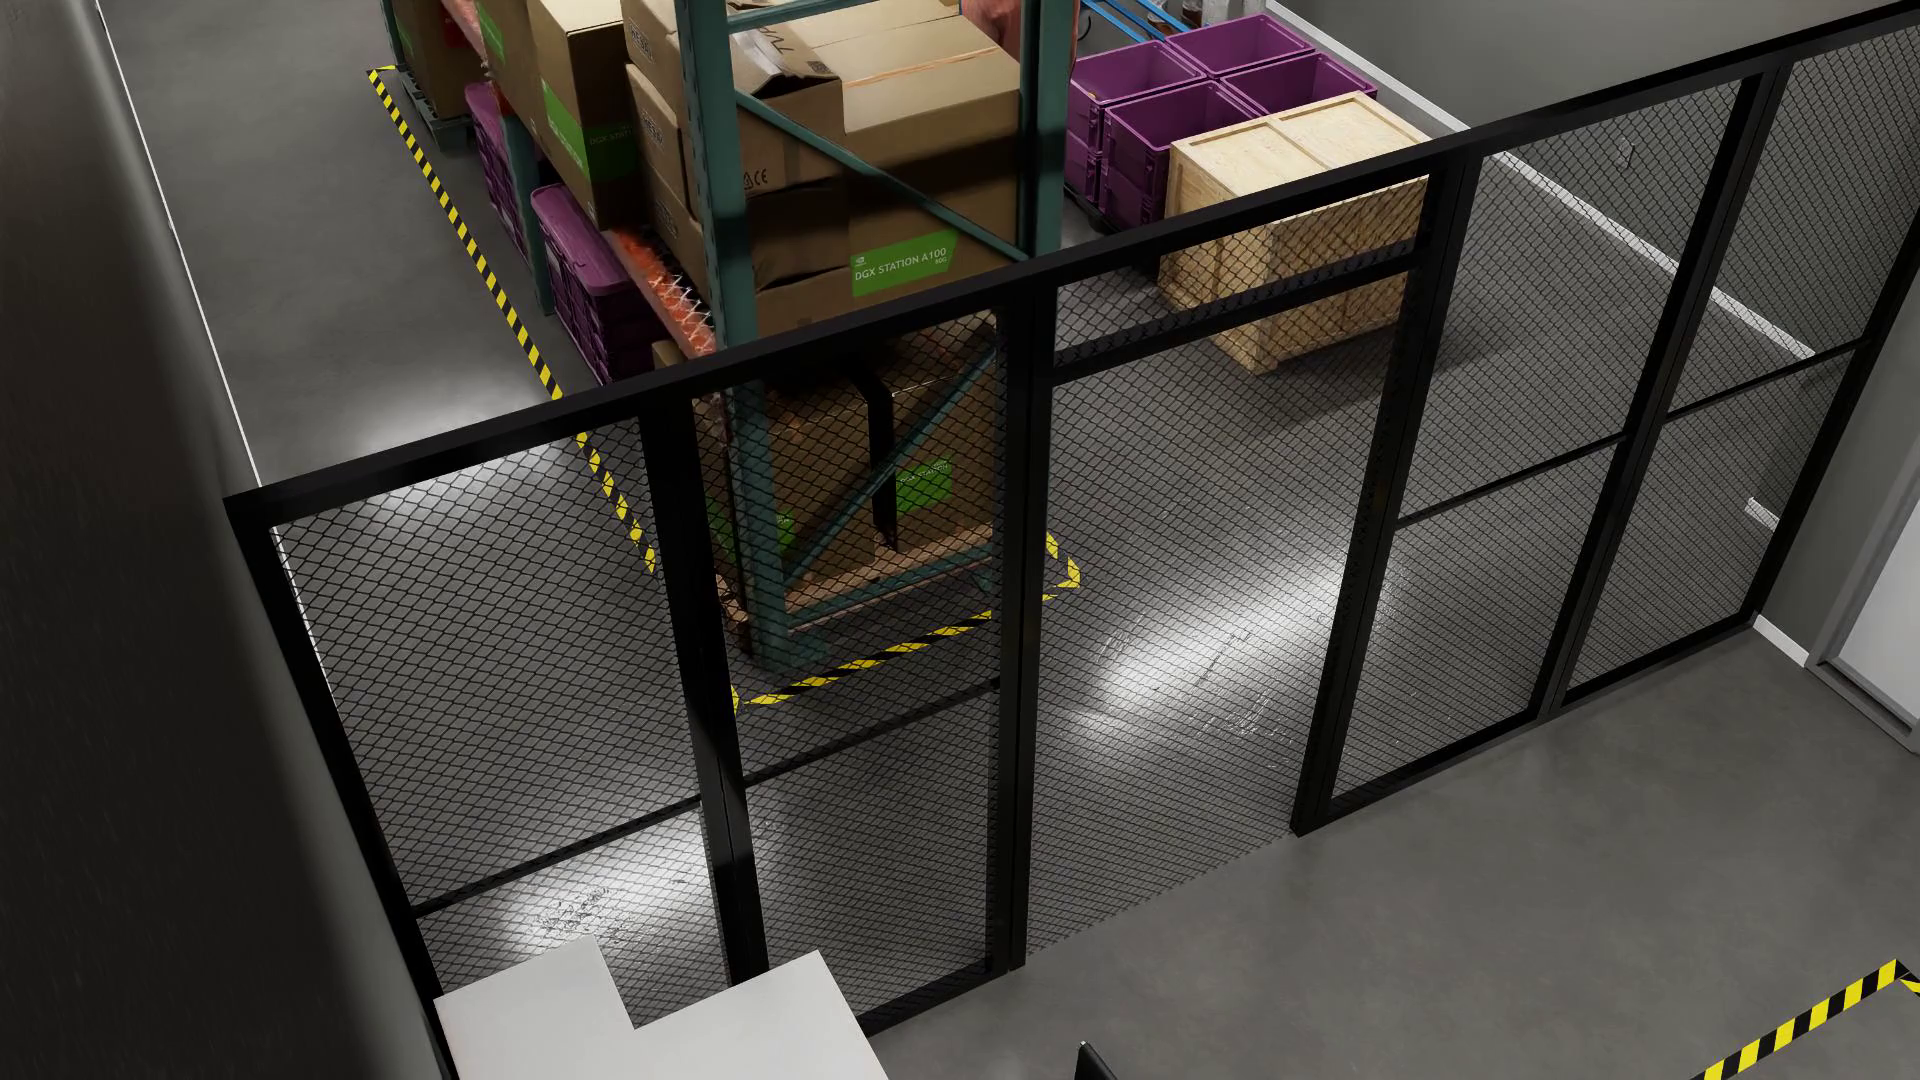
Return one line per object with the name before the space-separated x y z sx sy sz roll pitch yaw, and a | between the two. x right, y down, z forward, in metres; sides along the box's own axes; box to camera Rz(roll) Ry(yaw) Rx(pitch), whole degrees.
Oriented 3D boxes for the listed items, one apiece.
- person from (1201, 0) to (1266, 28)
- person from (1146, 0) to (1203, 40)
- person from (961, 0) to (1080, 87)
person | 1.437 -3.277 8.604 0.602 1.836 0.404 -18 45 -18
person | 1.289 -3.631 8.918 0.629 1.939 0.374 -21 46 -21
person | 0.226 -1.811 6.886 0.612 1.995 0.382 -32 51 -30
